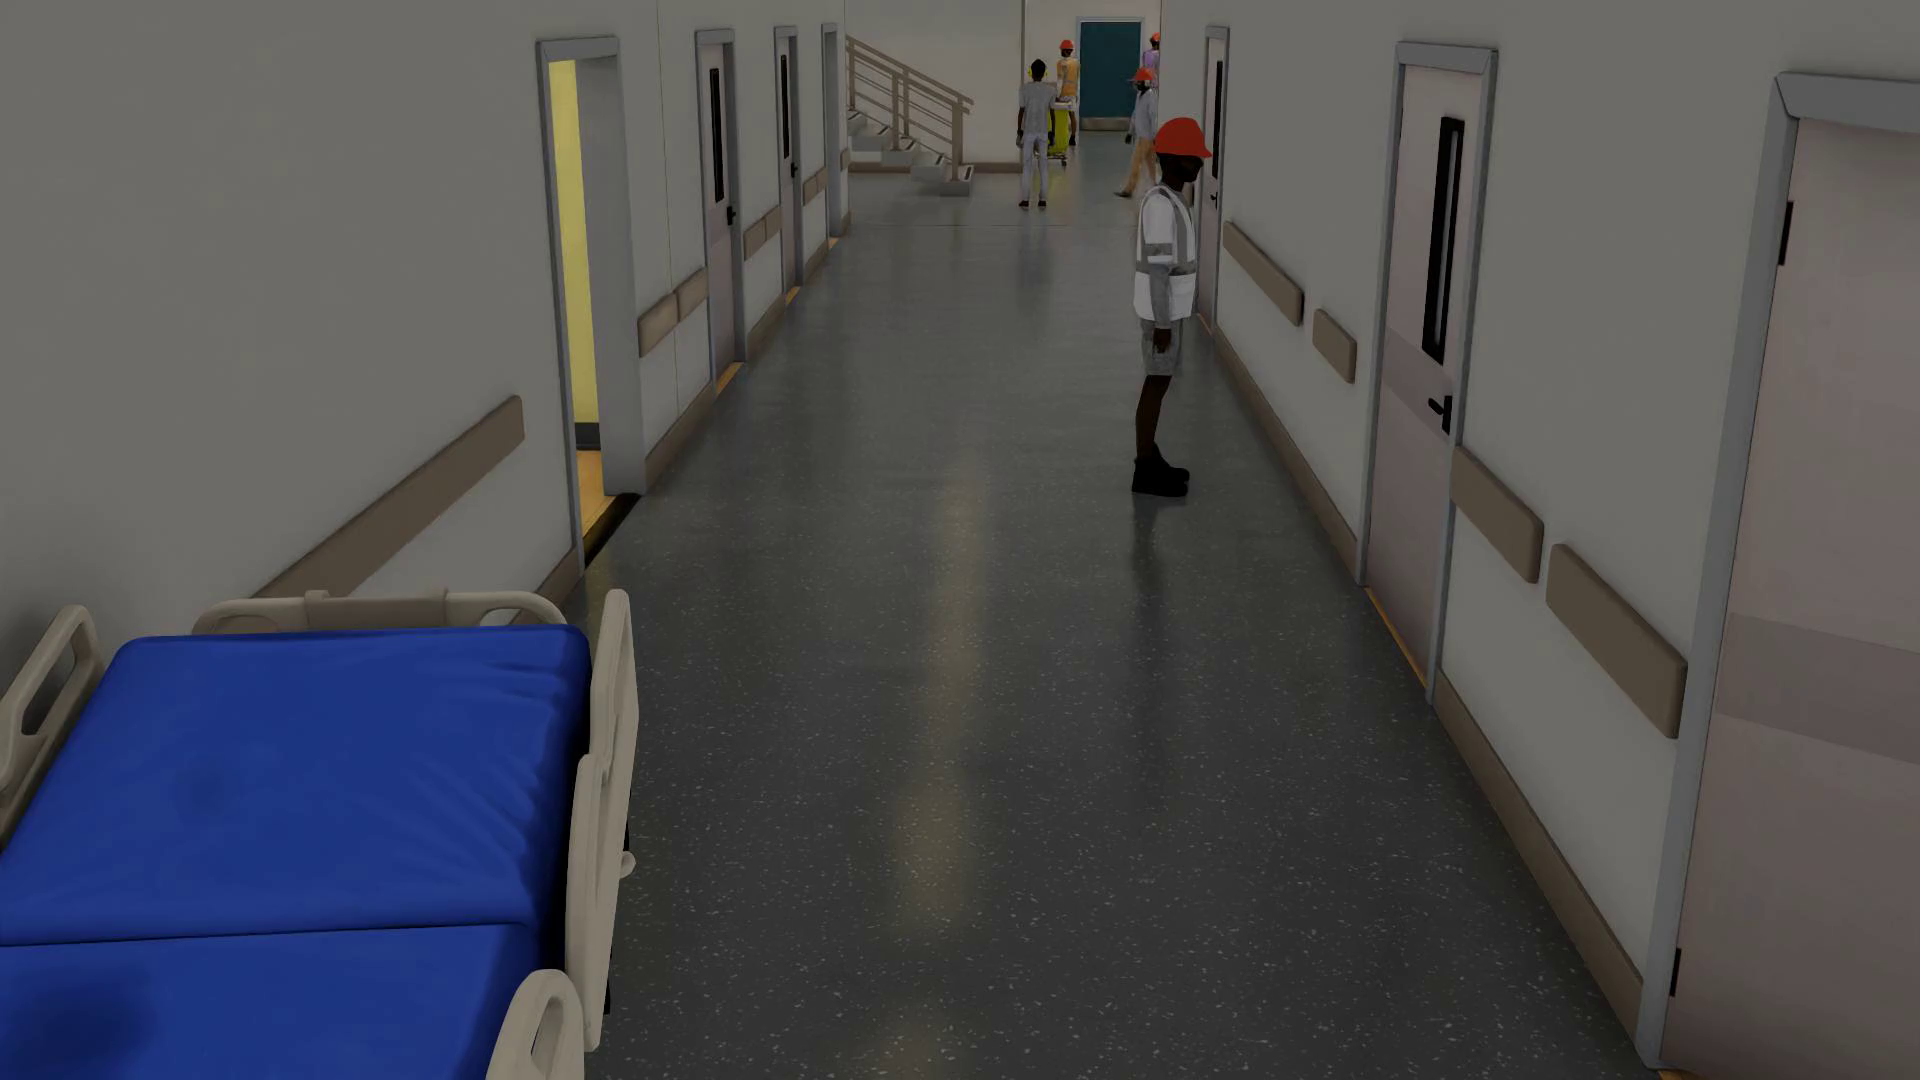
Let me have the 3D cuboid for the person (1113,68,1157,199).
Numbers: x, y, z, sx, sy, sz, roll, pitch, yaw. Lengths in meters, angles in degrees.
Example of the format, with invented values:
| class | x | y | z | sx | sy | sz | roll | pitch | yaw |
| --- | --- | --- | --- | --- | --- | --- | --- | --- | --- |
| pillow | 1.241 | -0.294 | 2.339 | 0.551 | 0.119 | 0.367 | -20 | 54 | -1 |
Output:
| class | x | y | z | sx | sy | sz | roll | pitch | yaw |
| --- | --- | --- | --- | --- | --- | --- | --- | --- | --- |
| person | 2.397 | -5.442 | 22.329 | 0.842 | 1.714 | 0.585 | -3 | 18 | -9 |

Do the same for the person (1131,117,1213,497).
| class | x | y | z | sx | sy | sz | roll | pitch | yaw |
| --- | --- | --- | --- | --- | --- | --- | --- | --- | --- |
| person | 1.093 | -1.201 | 8.639 | 0.373 | 1.934 | 0.551 | 4 | 18 | 11 |

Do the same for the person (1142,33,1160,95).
| class | x | y | z | sx | sy | sz | roll | pitch | yaw |
| --- | --- | --- | --- | --- | --- | --- | --- | --- | --- |
| person | 3.949 | -9.239 | 33.759 | 0.409 | 2.030 | 0.610 | -12 | 21 | -33 |

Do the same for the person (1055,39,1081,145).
| class | x | y | z | sx | sy | sz | roll | pitch | yaw |
| --- | --- | --- | --- | --- | --- | --- | --- | --- | --- |
| person | 1.992 | -8.378 | 31.190 | 0.552 | 1.937 | 0.358 | -14 | 23 | -38 |

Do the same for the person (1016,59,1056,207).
| class | x | y | z | sx | sy | sz | roll | pitch | yaw |
| --- | --- | --- | --- | --- | --- | --- | --- | --- | --- |
| person | 0.973 | -5.220 | 21.397 | 0.514 | 1.866 | 0.338 | -3 | 18 | -9 |
